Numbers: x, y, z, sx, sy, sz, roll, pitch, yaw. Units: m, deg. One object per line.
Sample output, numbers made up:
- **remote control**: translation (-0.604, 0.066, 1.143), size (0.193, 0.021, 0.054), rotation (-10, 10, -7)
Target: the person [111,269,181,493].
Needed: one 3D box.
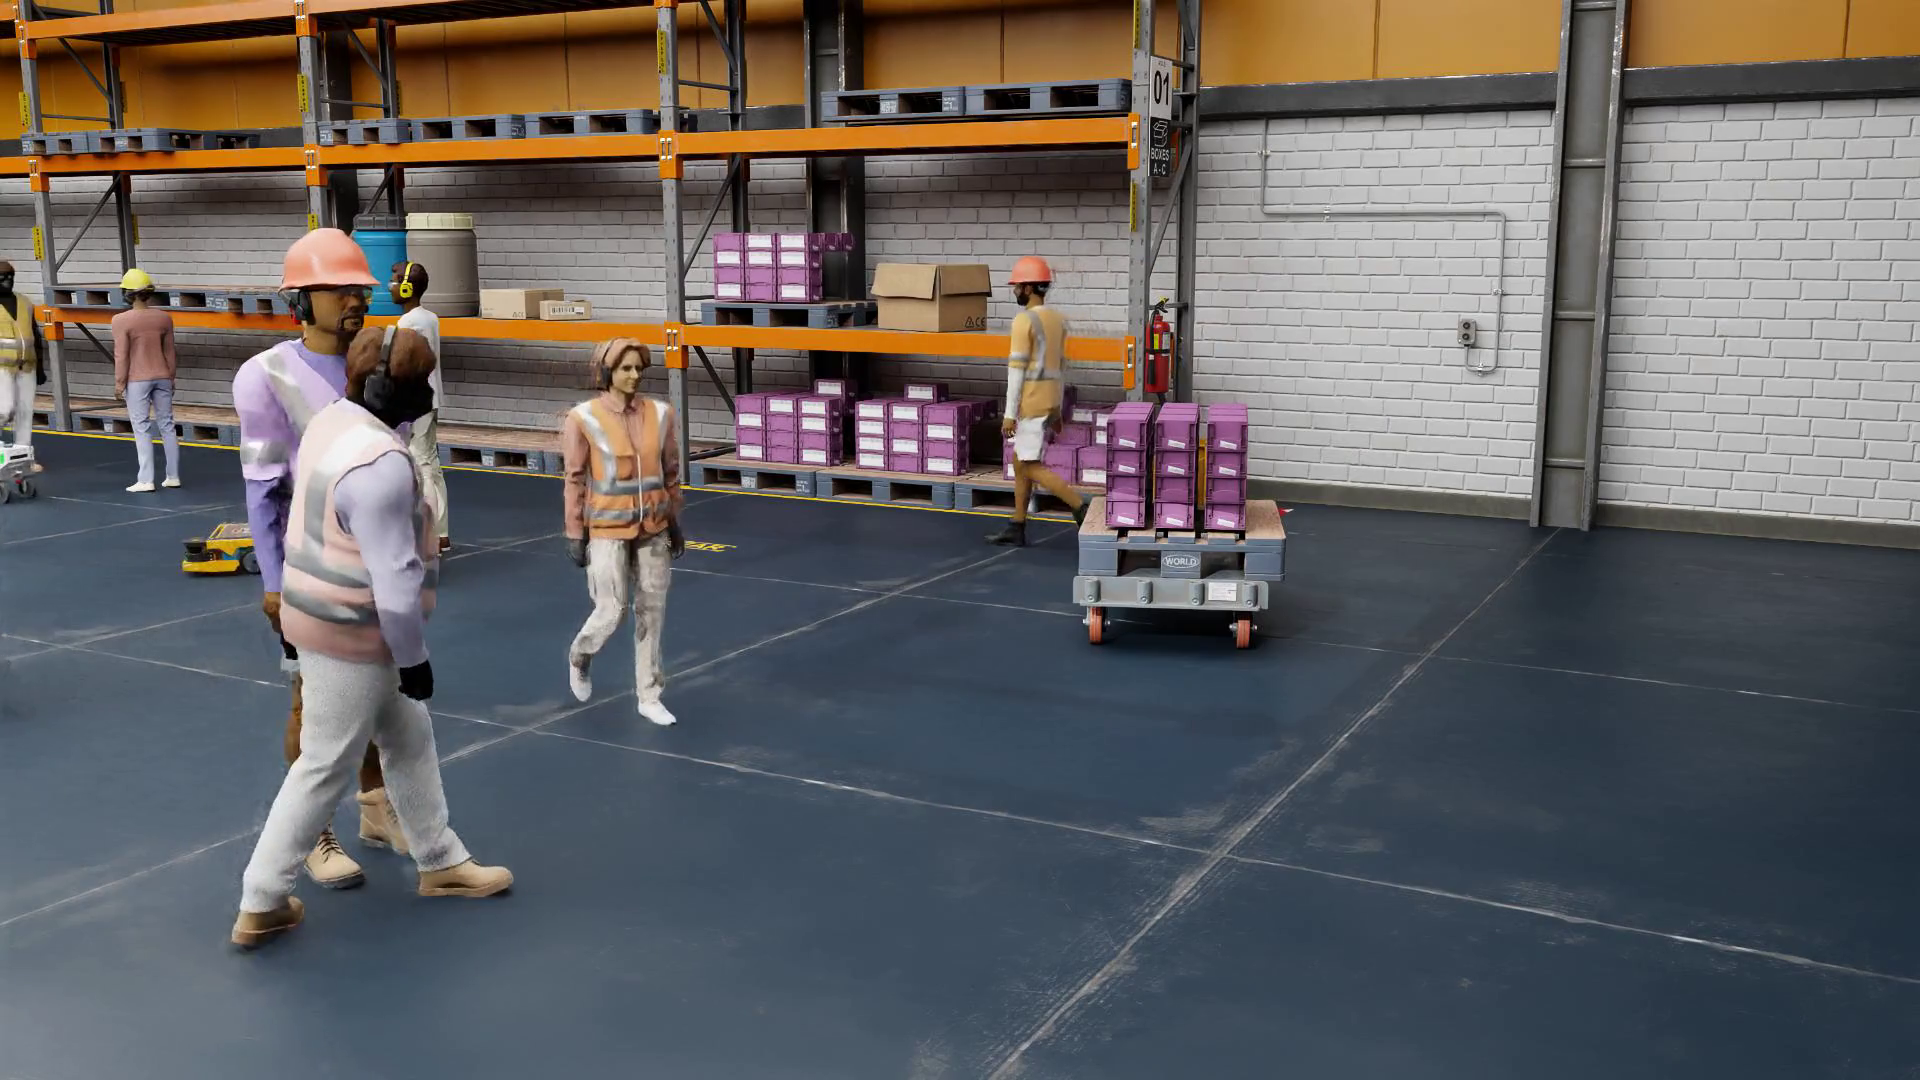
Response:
- **person**: translation (-6.478, -1.262, 13.234), size (0.299, 1.772, 0.533), rotation (6, 12, 28)

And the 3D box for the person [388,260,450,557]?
- **person**: translation (-3.442, -0.819, 10.519), size (0.328, 1.876, 0.514), rotation (0, 10, 0)

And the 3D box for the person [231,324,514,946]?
- **person**: translation (-1.781, 0.270, 4.836), size (0.807, 1.788, 0.648), rotation (-5, 11, -23)

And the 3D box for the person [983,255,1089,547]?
- **person**: translation (0.546, -0.856, 10.642), size (0.847, 1.915, 0.548), rotation (5, 12, 26)

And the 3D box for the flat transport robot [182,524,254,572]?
- **flat transport robot**: translation (-4.022, 0.012, 10.362), size (1.431, 0.197, 0.652), rotation (-3, 11, -16)

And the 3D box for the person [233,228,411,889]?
- **person**: translation (-1.943, 0.054, 5.258), size (0.366, 2.048, 0.607), rotation (6, 12, 30)

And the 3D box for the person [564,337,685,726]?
- **person**: translation (-1.421, -0.036, 6.930), size (0.519, 1.626, 0.475), rotation (-9, 14, -41)

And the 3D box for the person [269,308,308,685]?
- **person**: translation (-2.881, -0.255, 7.513), size (0.374, 1.840, 0.568), rotation (6, 12, 29)

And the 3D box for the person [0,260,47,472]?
- **person**: translation (-8.153, -1.475, 14.251), size (0.444, 1.831, 0.630), rotation (4, 11, 23)

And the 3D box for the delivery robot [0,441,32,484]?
- **delivery robot**: translation (-7.540, -0.621, 12.796), size (0.707, 0.478, 0.477), rotation (2, 11, 11)
